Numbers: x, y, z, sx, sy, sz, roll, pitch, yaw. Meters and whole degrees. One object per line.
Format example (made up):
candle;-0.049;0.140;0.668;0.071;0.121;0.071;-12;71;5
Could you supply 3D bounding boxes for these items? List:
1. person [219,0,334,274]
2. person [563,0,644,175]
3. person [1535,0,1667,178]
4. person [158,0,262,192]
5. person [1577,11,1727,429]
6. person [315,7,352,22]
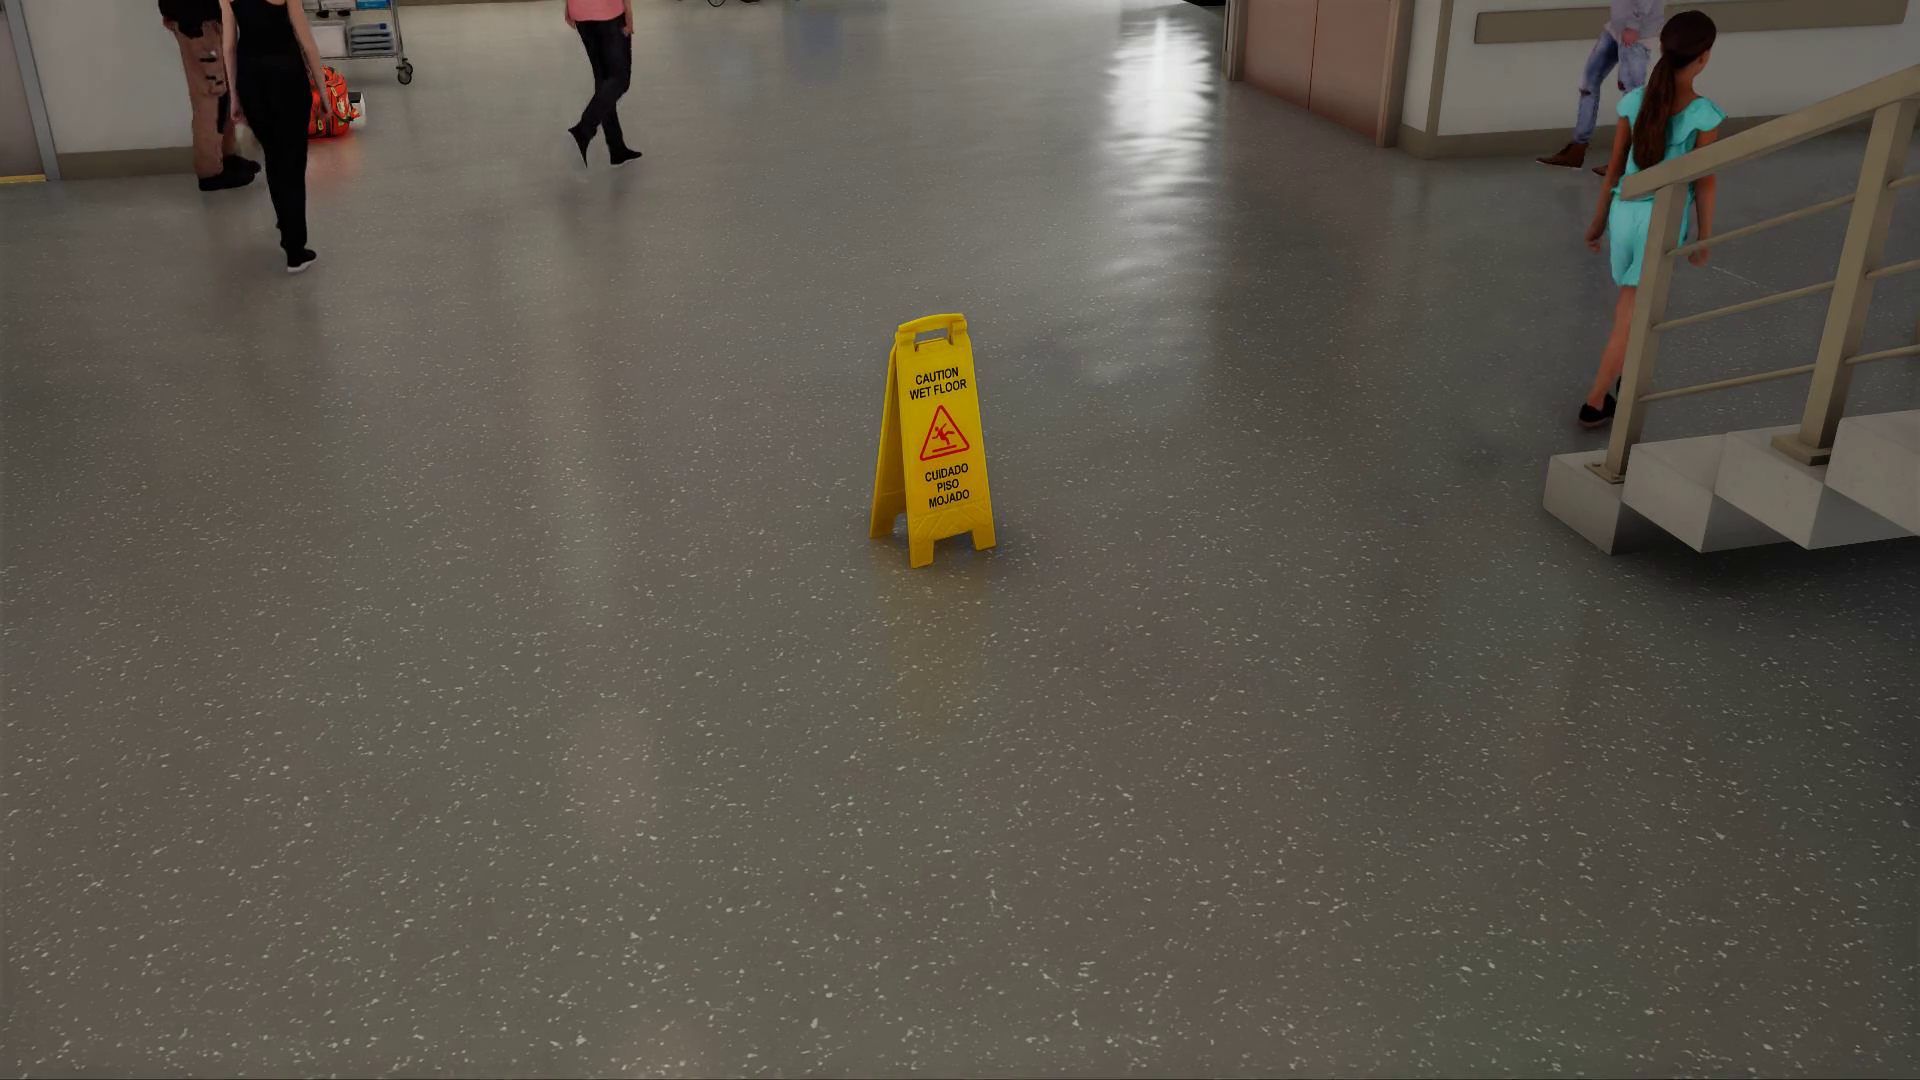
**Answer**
person;-3.359;-2.151;8.058;0.691;1.729;0.771;-1;26;-2
person;-2.176;-3.107;9.800;1.031;1.938;1.158;10;28;20
person;4.049;-3.050;9.811;0.874;1.826;0.849;0;26;-1
person;-4.471;-2.966;9.544;0.927;1.907;0.813;-21;33;-36
person;2.528;-1.155;6.216;0.860;1.535;0.894;-22;33;-37
person;-6.010;-5.671;15.673;0.652;1.455;0.626;-17;30;-31
